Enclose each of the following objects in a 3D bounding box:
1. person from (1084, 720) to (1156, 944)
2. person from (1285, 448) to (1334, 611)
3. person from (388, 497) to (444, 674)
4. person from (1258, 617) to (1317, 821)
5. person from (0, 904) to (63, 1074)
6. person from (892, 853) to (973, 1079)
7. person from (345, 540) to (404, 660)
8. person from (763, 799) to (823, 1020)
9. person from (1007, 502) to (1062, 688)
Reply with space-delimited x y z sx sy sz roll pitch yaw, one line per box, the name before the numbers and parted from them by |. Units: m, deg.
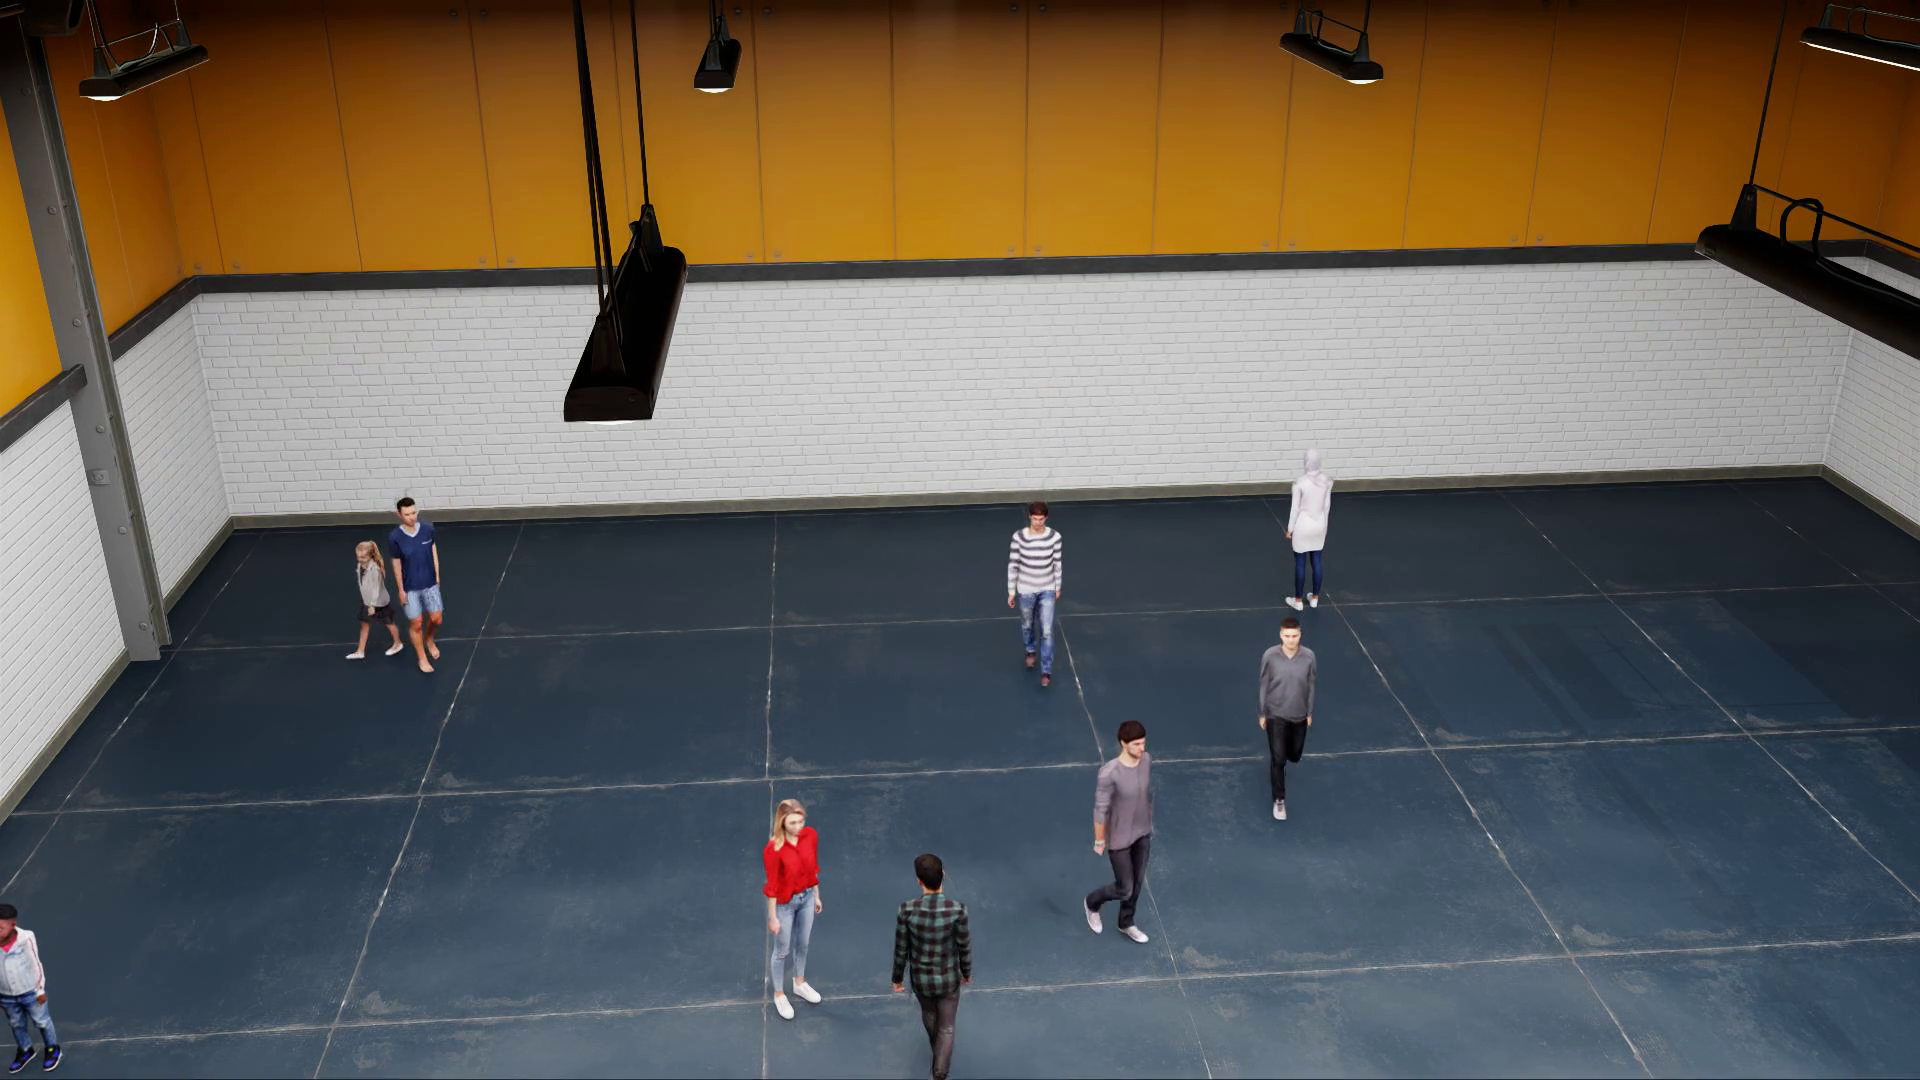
person | 1.170 2.121 12.261 0.859 1.841 0.915 -21 31 -39
person | 3.667 -0.116 17.460 0.635 1.776 0.574 -5 24 -12
person | -5.326 0.399 16.209 0.769 1.833 0.832 -16 28 -31
person | 2.731 1.432 13.959 0.667 1.743 0.988 0 24 0
person | -6.254 2.959 11.067 0.474 1.261 0.477 -2 24 -5
person | -0.172 2.892 10.876 0.836 1.675 1.112 3 24 7
person | -5.760 0.576 16.532 0.763 1.251 0.868 14 27 29
person | -1.159 2.515 11.529 0.691 1.705 0.720 -21 31 -39
person | 0.735 0.441 16.141 0.789 1.812 1.102 3 24 6
